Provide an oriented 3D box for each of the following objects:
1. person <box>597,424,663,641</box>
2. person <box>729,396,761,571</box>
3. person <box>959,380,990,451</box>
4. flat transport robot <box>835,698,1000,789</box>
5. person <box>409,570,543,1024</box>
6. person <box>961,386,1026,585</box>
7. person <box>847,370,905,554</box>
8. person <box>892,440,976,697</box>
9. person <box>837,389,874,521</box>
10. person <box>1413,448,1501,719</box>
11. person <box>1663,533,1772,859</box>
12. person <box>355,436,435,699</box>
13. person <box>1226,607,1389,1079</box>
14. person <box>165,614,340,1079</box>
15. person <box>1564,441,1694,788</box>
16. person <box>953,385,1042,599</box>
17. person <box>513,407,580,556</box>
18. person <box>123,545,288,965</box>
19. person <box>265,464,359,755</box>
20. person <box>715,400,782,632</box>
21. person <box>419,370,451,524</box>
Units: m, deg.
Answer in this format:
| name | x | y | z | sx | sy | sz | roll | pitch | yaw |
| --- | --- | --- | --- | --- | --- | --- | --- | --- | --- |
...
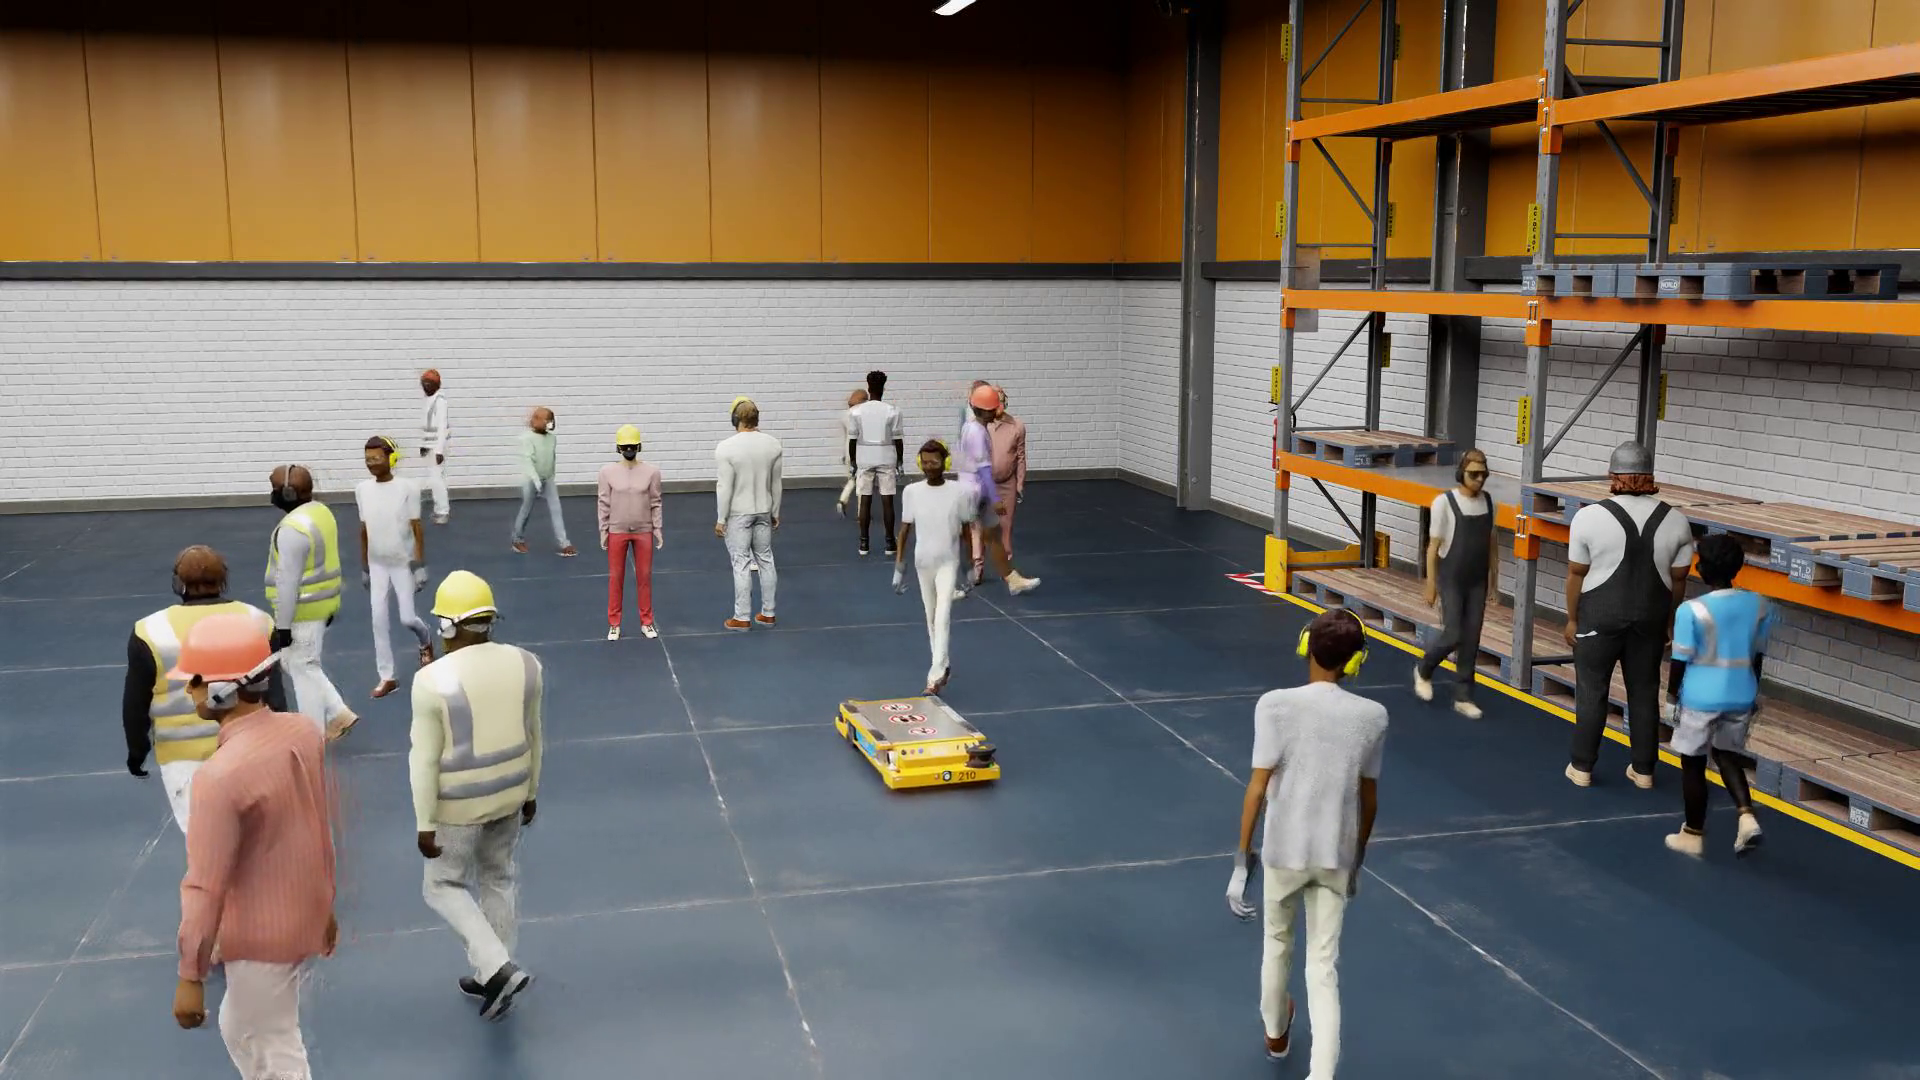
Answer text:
| name | x | y | z | sx | sy | sz | roll | pitch | yaw |
| --- | --- | --- | --- | --- | --- | --- | --- | --- | --- |
| person | -2.680 | -0.061 | 13.553 | 0.524 | 1.769 | 0.314 | -3 | 10 | -18 |
| person | -2.140 | -0.565 | 16.742 | 0.359 | 1.757 | 0.521 | 2 | 9 | 14 |
| person | 0.294 | -1.250 | 21.432 | 0.552 | 1.614 | 0.665 | 7 | 12 | 38 |
| flat transport robot | -0.290 | 1.213 | 10.252 | 0.652 | 0.197 | 1.431 | -3 | 9 | -17 |
| person | -1.886 | 1.028 | 6.606 | 0.513 | 1.818 | 0.607 | 7 | 12 | 38 |
| person | 0.329 | -0.520 | 15.976 | 0.643 | 1.913 | 0.410 | -2 | 9 | -10 |
| person | -0.886 | -0.818 | 17.661 | 0.608 | 1.965 | 0.365 | 1 | 9 | 4 |
| person | -0.193 | 0.202 | 11.744 | 0.548 | 1.819 | 0.968 | 2 | 9 | 13 |
| person | -1.240 | -1.002 | 19.887 | 0.515 | 1.615 | 0.463 | 6 | 11 | 34 |
| person | 3.369 | 0.281 | 11.238 | 0.525 | 1.834 | 0.478 | -3 | 10 | -20 |
| person | 3.809 | 0.803 | 8.374 | 0.550 | 1.687 | 0.431 | -2 | 9 | -14 |
| person | -4.018 | 0.163 | 11.872 | 0.522 | 1.857 | 0.660 | 1 | 9 | 6 |
| person | 1.219 | 1.139 | 5.961 | 0.577 | 1.800 | 0.978 | 0 | 9 | 0 |
| person | -2.170 | 1.193 | 5.068 | 0.598 | 1.971 | 0.646 | 1 | 9 | 4 |
| person | 3.845 | 0.421 | 9.694 | 0.683 | 2.000 | 0.535 | 0 | 9 | 2 |
| person | 0.229 | -0.420 | 15.158 | 1.021 | 1.967 | 0.614 | 1 | 9 | 6 |
| person | -4.445 | -0.620 | 17.622 | 0.888 | 1.579 | 0.491 | 7 | 11 | 35 |
| person | -3.307 | 0.923 | 7.355 | 0.620 | 1.800 | 0.970 | -9 | 12 | -43 |
| person | -4.033 | 0.442 | 10.208 | 0.441 | 1.829 | 0.653 | -1 | 9 | -5 |
| person | -1.767 | -0.203 | 13.907 | 0.635 | 1.937 | 0.354 | -8 | 12 | -40 |
| person | -6.293 | -1.116 | 19.931 | 0.338 | 1.851 | 0.765 | -5 | 10 | -30 |
